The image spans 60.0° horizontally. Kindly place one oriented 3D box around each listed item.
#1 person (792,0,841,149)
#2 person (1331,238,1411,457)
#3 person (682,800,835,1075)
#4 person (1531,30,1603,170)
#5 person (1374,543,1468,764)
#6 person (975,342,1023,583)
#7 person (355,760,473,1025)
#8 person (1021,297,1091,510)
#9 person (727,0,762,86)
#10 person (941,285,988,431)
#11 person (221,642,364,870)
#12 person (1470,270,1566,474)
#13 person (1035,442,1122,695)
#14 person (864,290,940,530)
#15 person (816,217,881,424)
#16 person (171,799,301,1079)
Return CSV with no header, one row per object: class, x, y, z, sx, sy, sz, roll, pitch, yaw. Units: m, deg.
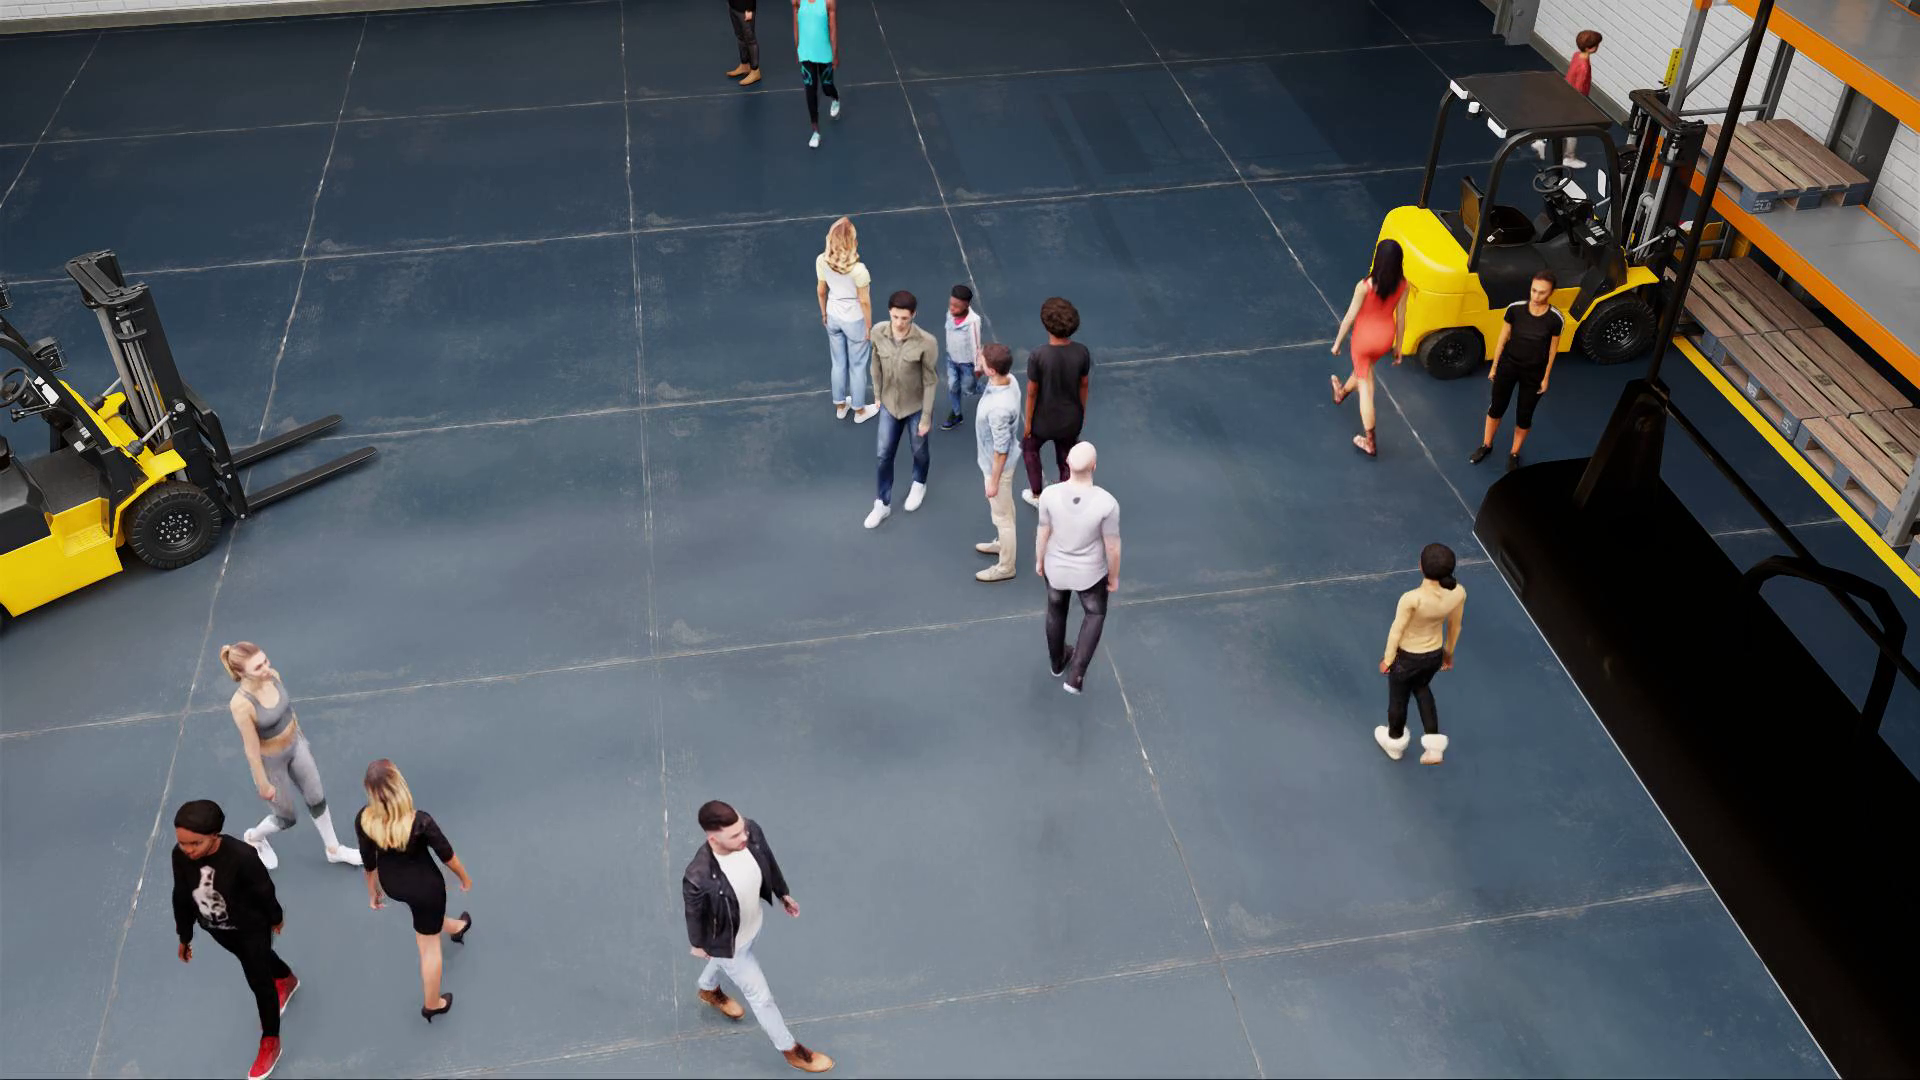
person,-1.416,-4.913,16.747,0.848,1.789,1.103,7,39,9
person,3.115,-1.395,12.441,0.699,1.664,1.154,-11,40,-13
person,-1.184,1.879,8.234,1.162,1.800,1.169,18,42,21
person,5.981,-4.334,16.331,0.676,1.402,0.753,1,39,1
person,2.737,0.731,9.792,0.630,1.649,0.803,-10,40,-13
person,0.267,-0.532,11.214,0.762,1.848,0.582,3,39,4
person,-2.798,1.838,8.411,0.816,1.642,1.022,8,39,10
person,0.690,-0.844,11.669,0.686,1.767,0.673,-10,40,-12
person,-2.351,-5.801,17.912,0.775,1.723,0.620,-22,44,-25
person,0.073,-1.446,12.842,0.774,1.243,0.791,32,48,33
person,-3.807,1.207,9.166,0.865,1.687,0.962,7,39,9
person,4.148,-1.257,12.266,0.647,1.669,0.694,21,43,24
person,0.686,0.231,10.281,0.921,1.819,1.027,9,39,11
person,-0.337,-1.013,11.820,0.939,1.844,1.036,13,40,15
person,-0.865,-1.670,12.740,0.711,1.723,0.746,19,42,22
person,-3.625,1.855,8.382,0.791,1.651,0.982,5,39,7
